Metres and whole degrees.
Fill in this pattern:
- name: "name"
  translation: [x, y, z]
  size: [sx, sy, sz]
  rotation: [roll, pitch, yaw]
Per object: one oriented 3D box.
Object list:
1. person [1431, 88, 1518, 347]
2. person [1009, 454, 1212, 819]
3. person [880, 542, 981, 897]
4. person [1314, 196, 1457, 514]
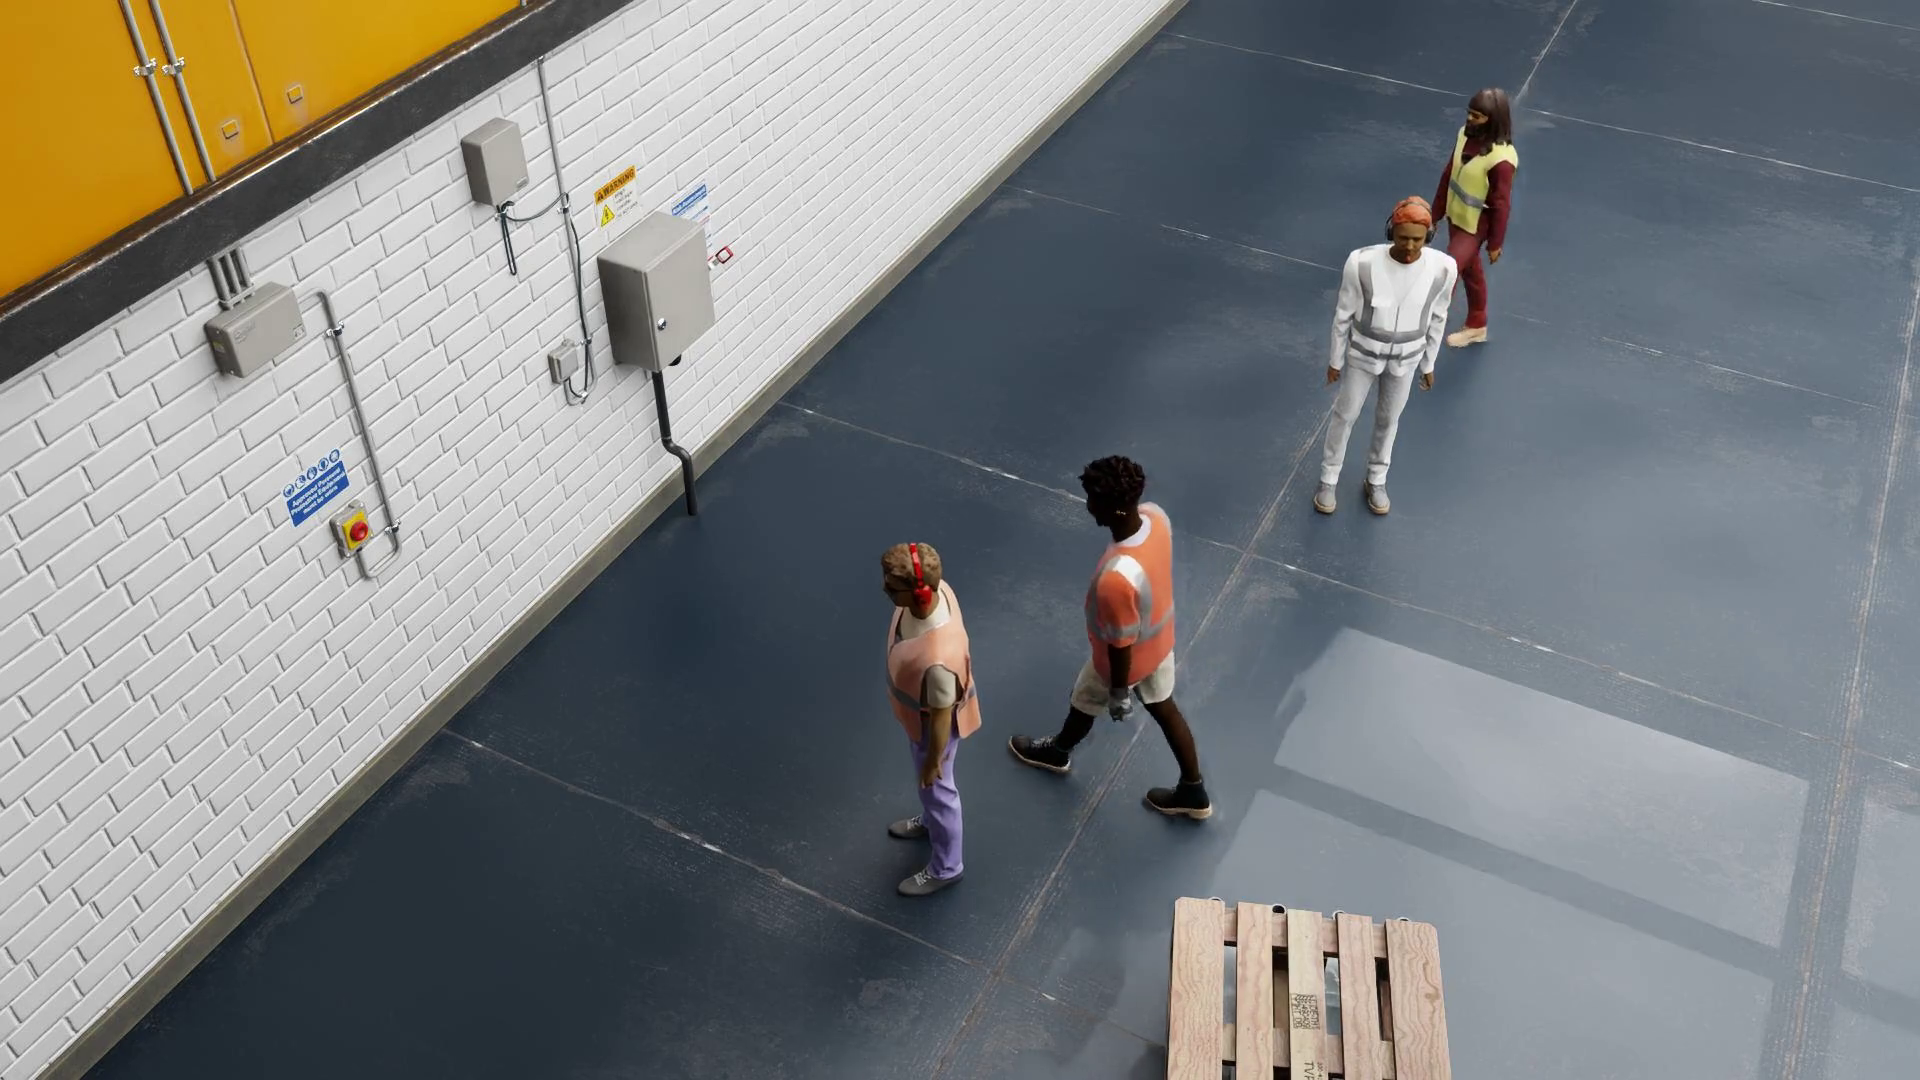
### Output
- name: "person"
  translation: [2.909, -1.848, 9.860]
  size: [0.921, 1.723, 0.497]
  rotation: [-10, 42, -11]
- name: "person"
  translation: [0.716, 0.432, 7.089]
  size: [1.010, 1.902, 0.600]
  rotation: [20, 45, 21]
- name: "person"
  translation: [-0.114, 0.721, 6.803]
  size: [0.380, 1.836, 0.563]
  rotation: [-7, 41, -8]
- name: "person"
  translation: [2.211, -0.942, 8.696]
  size: [0.573, 1.881, 0.356]
  rotation: [3, 41, 3]
